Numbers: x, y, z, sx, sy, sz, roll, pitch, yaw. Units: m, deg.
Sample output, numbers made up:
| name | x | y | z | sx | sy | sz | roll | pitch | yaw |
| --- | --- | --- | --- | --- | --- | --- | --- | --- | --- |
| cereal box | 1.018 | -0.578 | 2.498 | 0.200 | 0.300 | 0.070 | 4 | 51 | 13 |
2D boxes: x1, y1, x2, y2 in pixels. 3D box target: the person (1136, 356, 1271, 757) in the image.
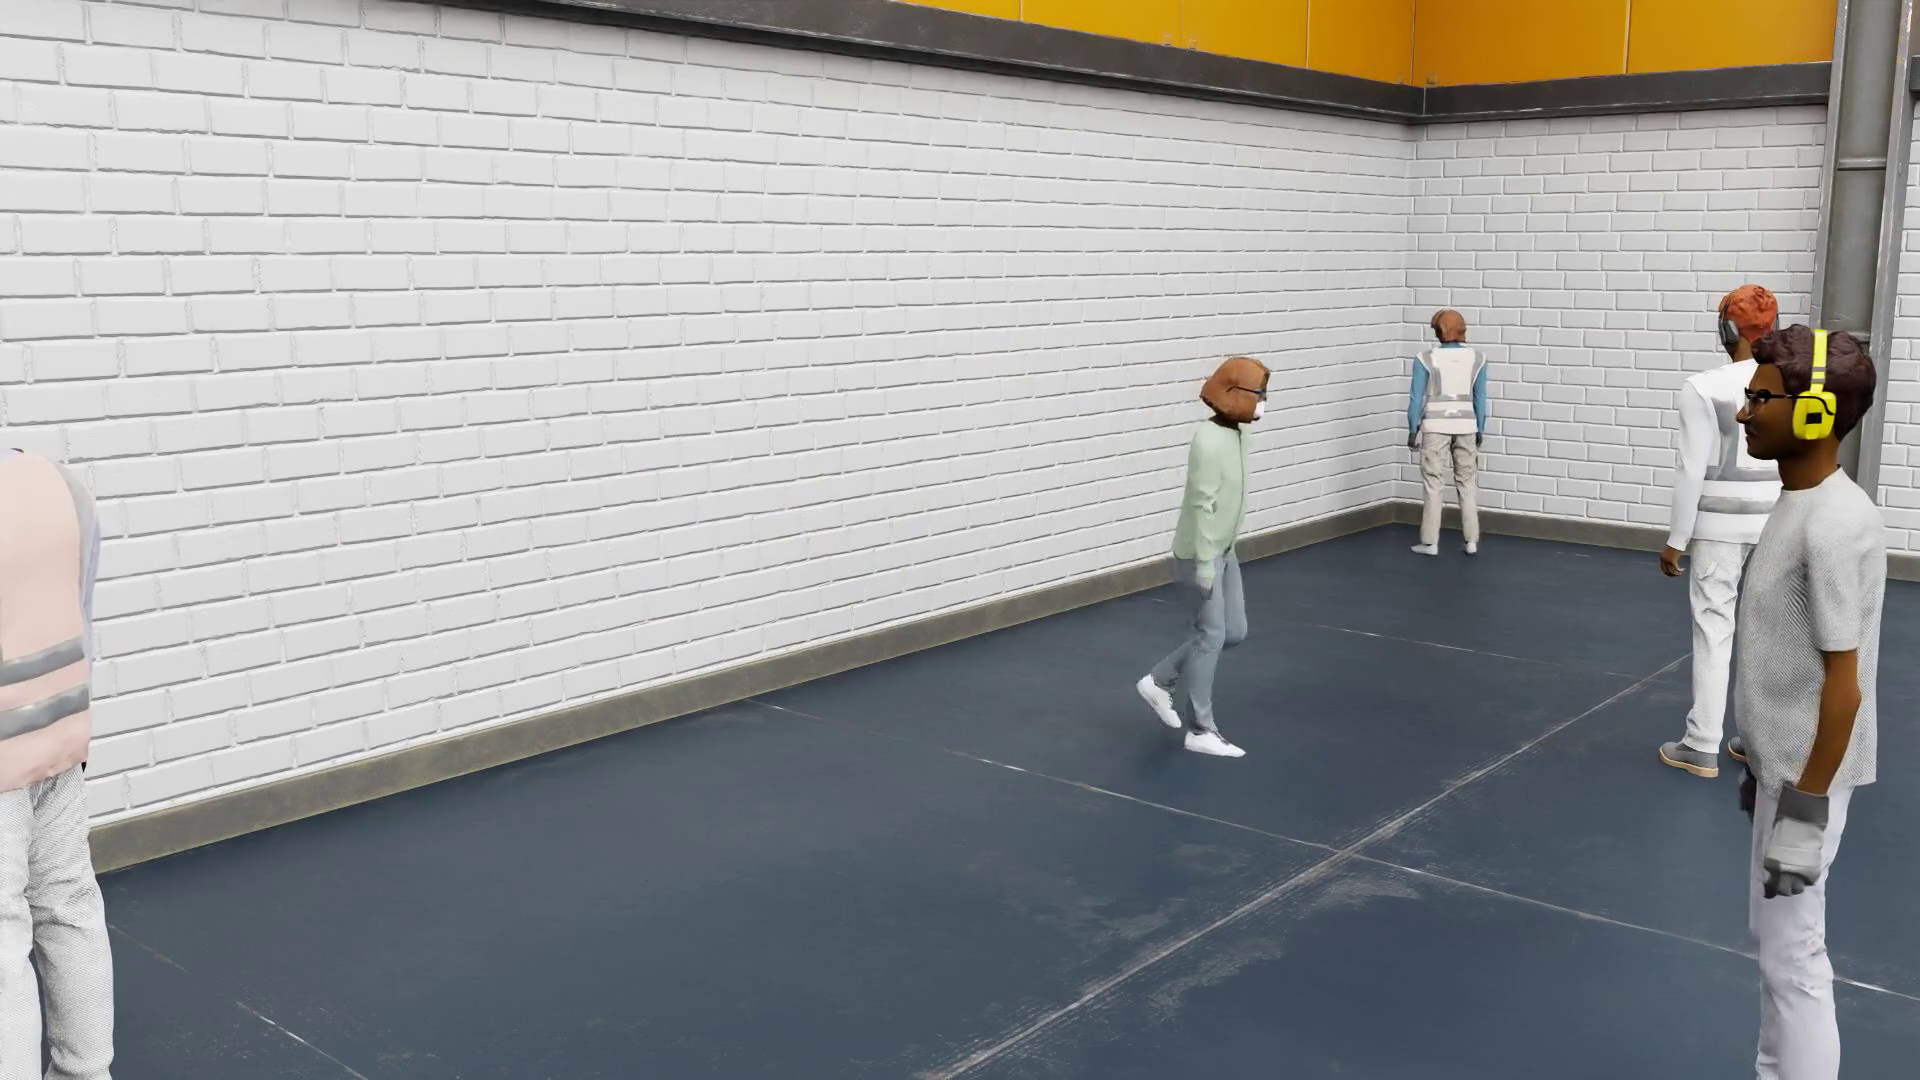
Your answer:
| name | x | y | z | sx | sy | sz | roll | pitch | yaw |
| --- | --- | --- | --- | --- | --- | --- | --- | --- | --- |
| person | 0.977 | 0.065 | 6.648 | 0.461 | 1.614 | 0.505 | 5 | 11 | 28 |

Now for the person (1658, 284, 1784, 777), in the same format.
| name | x | y | z | sx | sy | sz | roll | pitch | yaw |
| --- | --- | --- | --- | --- | --- | --- | --- | --- | --- |
| person | 2.976 | -0.026 | 6.369 | 0.572 | 1.887 | 0.356 | -1 | 10 | -8 |

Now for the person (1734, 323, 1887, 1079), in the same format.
| name | x | y | z | sx | sy | sz | roll | pitch | yaw |
| --- | --- | --- | --- | --- | --- | --- | --- | --- | --- |
| person | 1.699 | 0.496 | 3.440 | 0.334 | 1.873 | 0.521 | 4 | 11 | 21 |

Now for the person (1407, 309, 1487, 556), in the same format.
| name | x | y | z | sx | sy | sz | roll | pitch | yaw |
| --- | --- | --- | --- | --- | --- | --- | --- | --- | --- |
| person | 3.211 | -0.700 | 10.976 | 0.526 | 1.630 | 0.325 | -1 | 10 | -5 |

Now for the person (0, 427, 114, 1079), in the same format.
| name | x | y | z | sx | sy | sz | roll | pitch | yaw |
| --- | --- | --- | --- | --- | --- | --- | --- | --- | --- |
| person | -2.106 | 0.491 | 3.573 | 0.430 | 1.838 | 0.619 | 1 | 10 | 7 |
